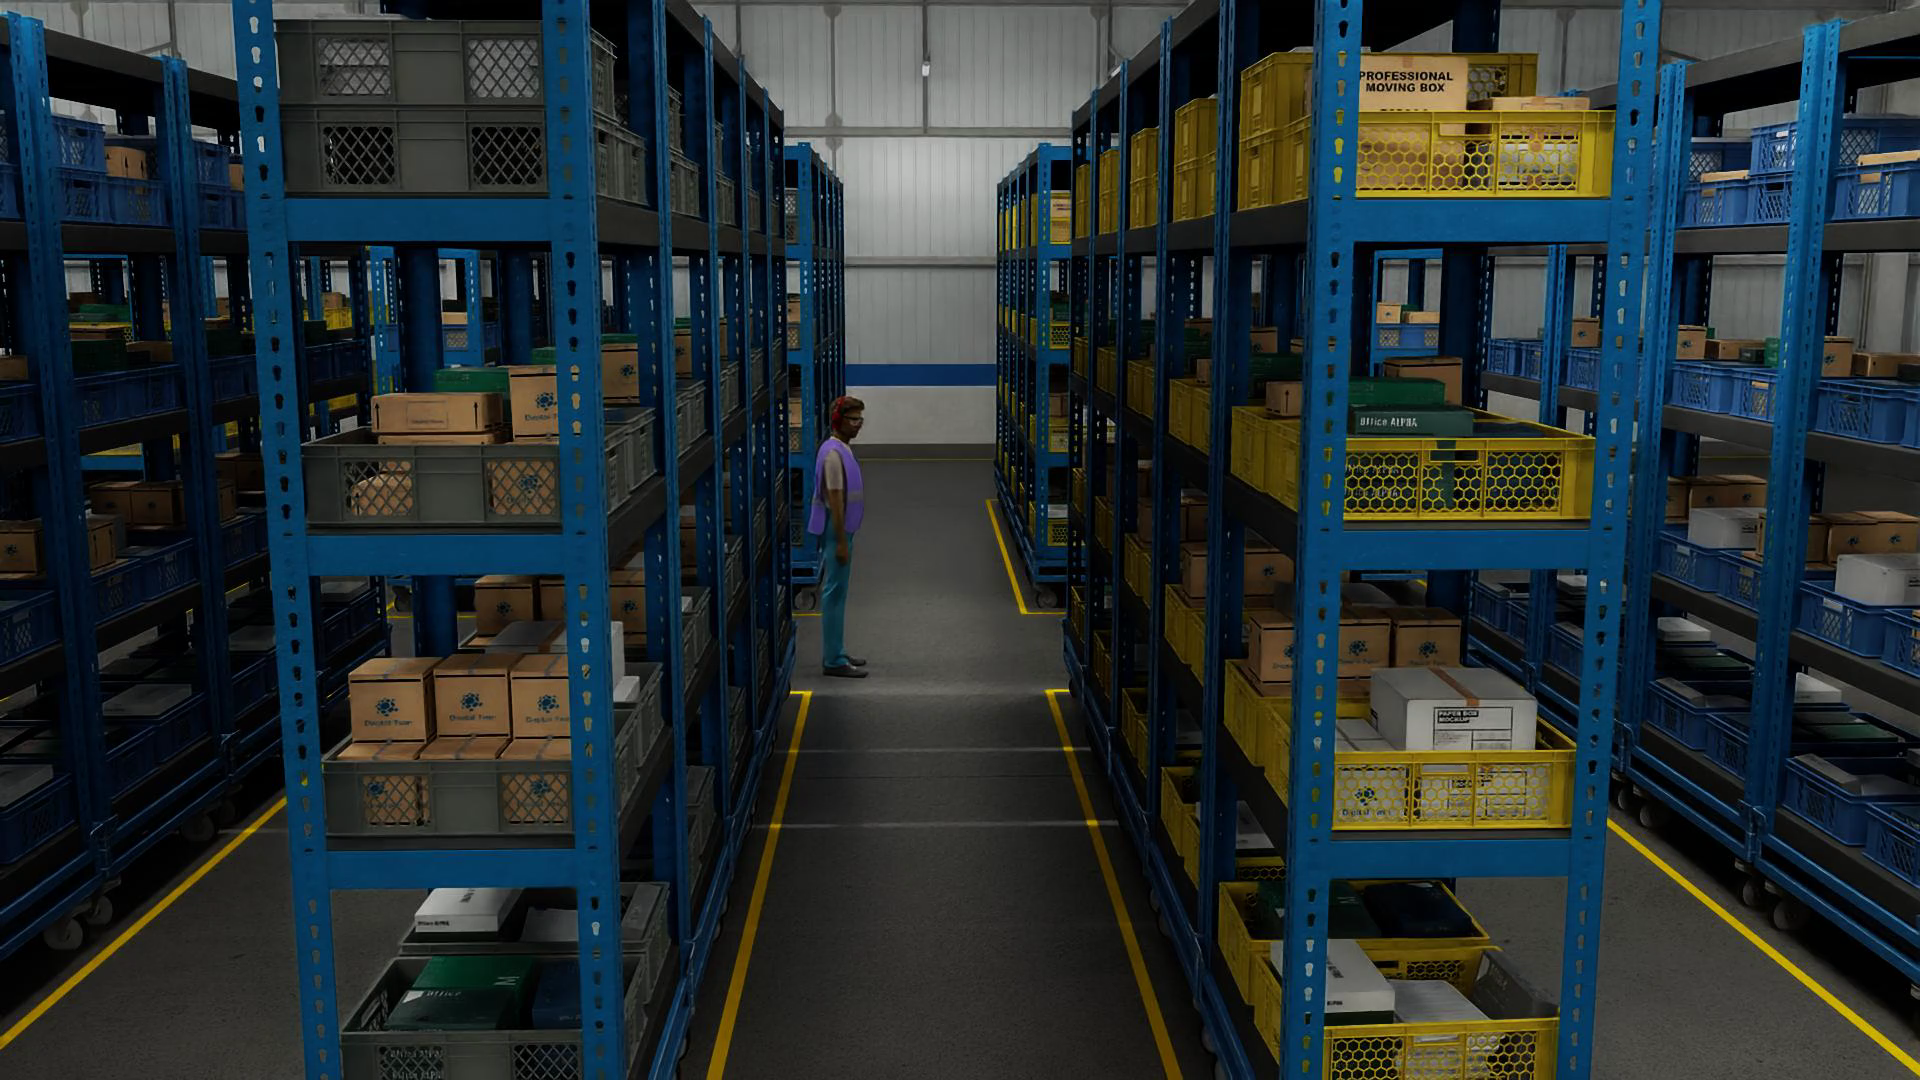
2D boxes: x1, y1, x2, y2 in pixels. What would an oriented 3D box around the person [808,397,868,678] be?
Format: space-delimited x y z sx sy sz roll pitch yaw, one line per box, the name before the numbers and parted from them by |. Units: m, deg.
person | -0.806 -0.024 10.959 0.388 1.838 0.563 0 9 -2
